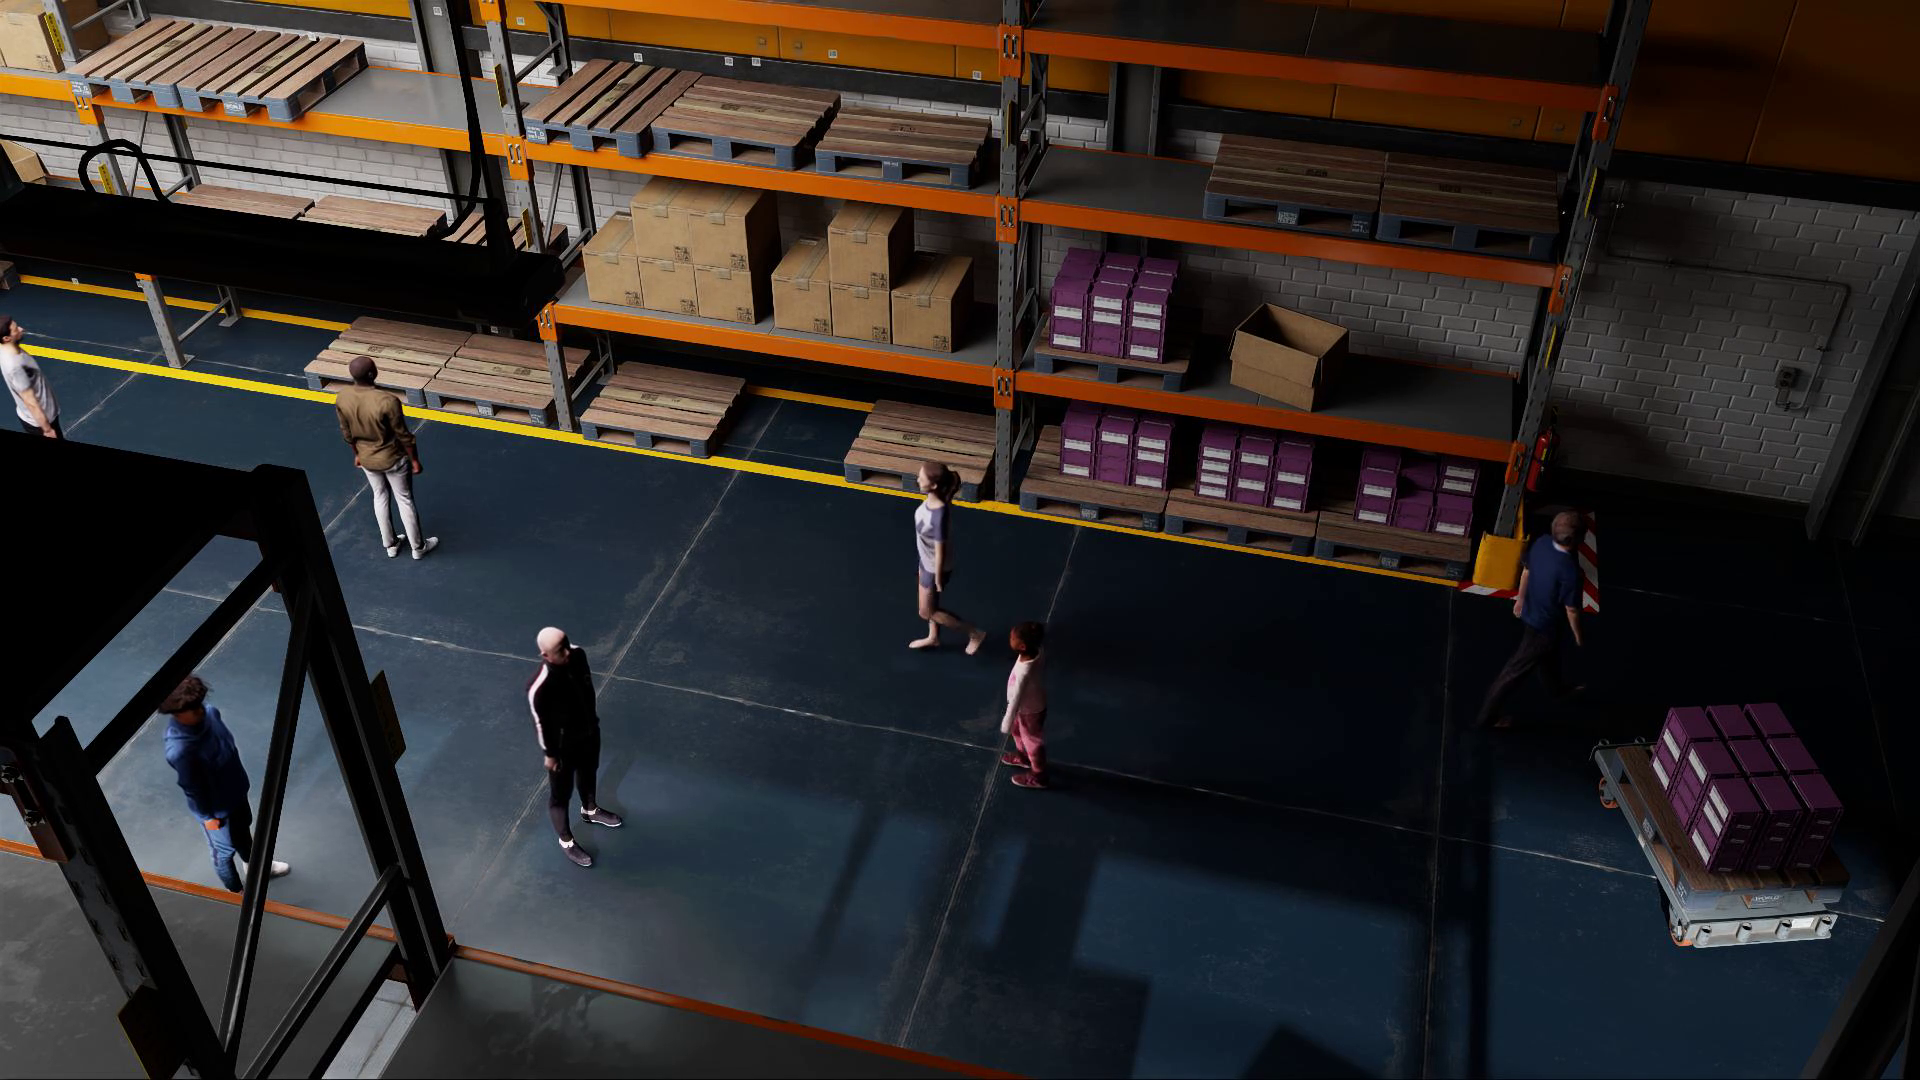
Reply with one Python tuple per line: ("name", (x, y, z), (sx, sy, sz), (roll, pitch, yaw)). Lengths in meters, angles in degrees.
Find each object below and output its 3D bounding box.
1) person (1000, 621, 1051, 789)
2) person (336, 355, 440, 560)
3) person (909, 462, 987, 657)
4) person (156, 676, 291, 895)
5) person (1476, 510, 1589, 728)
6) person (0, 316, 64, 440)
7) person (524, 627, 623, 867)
("person", (0.528, 1.105, 11.066), (0.599, 1.437, 0.577), (6, 39, 7))
("person", (-4.480, -0.637, 12.936), (0.501, 1.825, 0.793), (7, 39, 9))
("person", (-0.089, 0.165, 11.991), (0.866, 1.751, 0.688), (1, 39, 1))
("person", (-4.575, 1.537, 10.230), (0.623, 1.804, 0.707), (3, 39, 4))
("person", (3.910, 0.592, 11.392), (1.199, 1.831, 0.941), (-5, 39, -6))
("person", (-7.393, -0.978, 13.333), (0.798, 1.863, 0.726), (-22, 43, -25))
("person", (-2.491, 1.250, 10.565), (0.634, 1.836, 0.712), (16, 41, 19))
